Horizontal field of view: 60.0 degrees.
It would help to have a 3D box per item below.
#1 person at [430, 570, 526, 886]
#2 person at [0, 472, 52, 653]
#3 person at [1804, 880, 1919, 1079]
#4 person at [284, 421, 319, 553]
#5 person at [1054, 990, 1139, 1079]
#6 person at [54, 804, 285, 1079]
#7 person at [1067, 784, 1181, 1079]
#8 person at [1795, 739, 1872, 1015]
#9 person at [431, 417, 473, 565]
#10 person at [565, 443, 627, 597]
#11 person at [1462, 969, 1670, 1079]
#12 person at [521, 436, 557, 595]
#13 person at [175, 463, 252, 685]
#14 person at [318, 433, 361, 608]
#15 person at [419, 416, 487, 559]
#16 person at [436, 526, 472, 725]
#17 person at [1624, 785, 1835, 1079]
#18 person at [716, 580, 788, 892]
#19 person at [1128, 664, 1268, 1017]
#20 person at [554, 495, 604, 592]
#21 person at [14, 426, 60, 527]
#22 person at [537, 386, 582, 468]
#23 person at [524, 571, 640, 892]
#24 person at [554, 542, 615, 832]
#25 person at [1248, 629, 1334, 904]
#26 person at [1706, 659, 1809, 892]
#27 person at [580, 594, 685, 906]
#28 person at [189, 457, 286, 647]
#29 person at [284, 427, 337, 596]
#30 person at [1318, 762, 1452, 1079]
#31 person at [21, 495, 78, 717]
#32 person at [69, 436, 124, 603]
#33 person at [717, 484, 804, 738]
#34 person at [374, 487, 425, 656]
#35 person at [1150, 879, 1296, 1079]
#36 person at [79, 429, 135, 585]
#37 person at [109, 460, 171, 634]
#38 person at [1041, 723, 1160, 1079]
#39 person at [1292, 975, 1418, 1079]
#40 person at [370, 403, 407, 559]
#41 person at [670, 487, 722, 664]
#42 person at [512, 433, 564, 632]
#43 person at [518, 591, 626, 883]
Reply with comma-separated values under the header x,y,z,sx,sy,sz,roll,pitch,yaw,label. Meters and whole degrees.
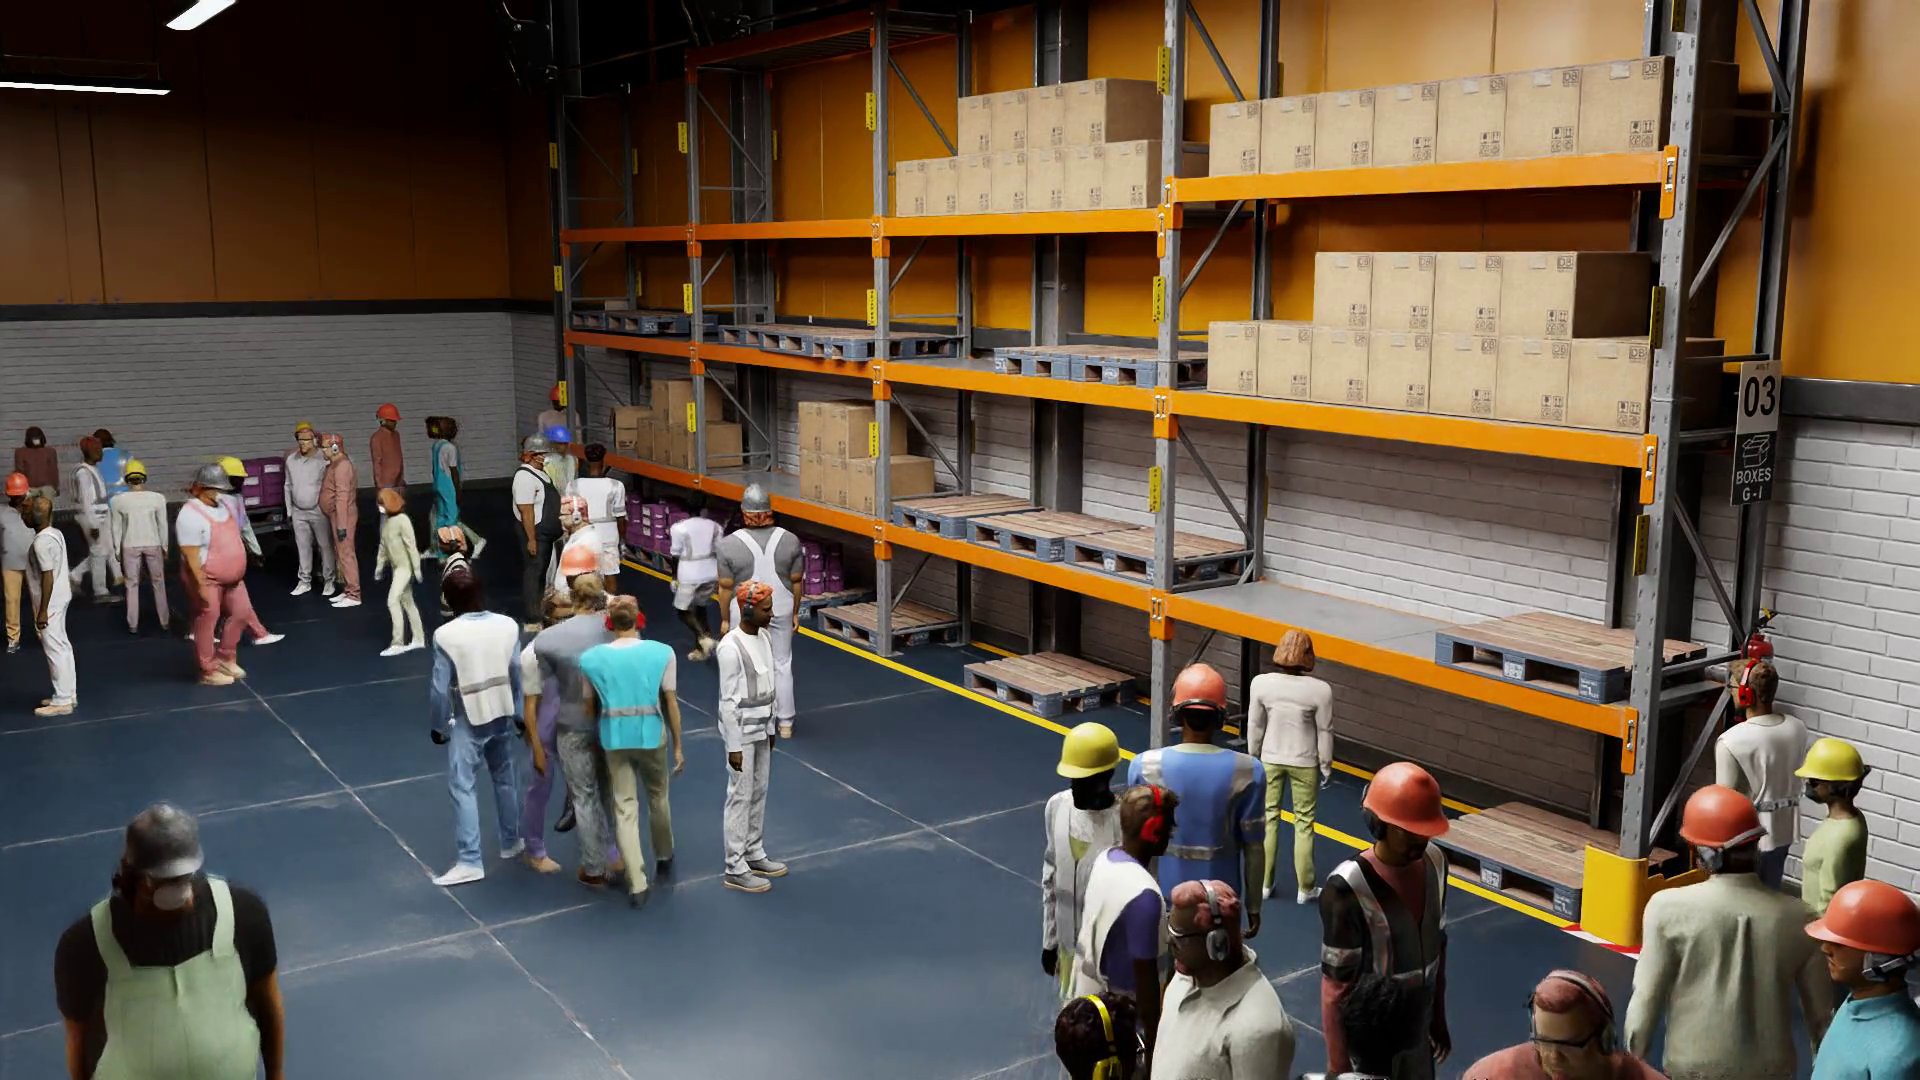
x,y,z,sx,sy,sz,roll,pitch,yaw,label
-2.983,1.126,10.290,0.452,1.888,0.903,6,12,33,person
-9.041,0.211,16.045,0.560,1.743,0.334,-5,11,-29,person
2.663,1.975,4.959,0.384,1.993,0.623,3,10,19,person
-8.115,-0.594,20.708,0.524,1.770,0.315,-1,10,-6,person
0.341,2.114,4.514,0.329,1.871,0.513,-5,11,-29,person
-2.715,1.815,5.767,0.687,2.000,0.922,-6,12,-33,person
0.553,1.832,6.355,0.765,1.801,0.633,-1,10,-4,person
3.729,1.716,7.172,0.339,1.762,0.527,6,11,30,person
-6.293,-0.593,20.469,0.350,1.847,0.506,-9,13,-44,person
-3.634,0.005,16.649,0.603,1.957,0.387,-1,10,-6,person
1.691,2.094,4.604,0.685,1.880,0.430,5,11,25,person
-4.684,-0.241,18.453,0.429,1.836,0.632,1,10,6,person
-6.585,0.296,14.683,0.540,2.000,0.725,1,10,7,person
-6.770,-0.218,18.134,0.401,1.899,0.636,-4,10,-20,person
-6.435,-0.656,20.896,0.861,1.832,0.531,-1,10,-6,person
-4.092,0.687,13.592,0.313,1.634,0.514,-3,10,-19,person
2.698,1.840,5.825,0.756,1.962,0.553,2,10,10,person
-1.267,1.168,10.048,0.355,1.879,0.581,3,10,17,person
1.038,1.550,7.351,0.609,2.037,0.402,1,10,6,person
-3.070,0.579,13.457,0.397,1.898,0.642,-2,10,-10,person
-12.035,-0.692,21.705,0.504,1.620,0.531,-7,12,-35,person
-5.690,-1.198,23.631,0.636,1.983,0.403,-2,10,-14,person
-2.297,1.133,10.133,0.657,1.909,0.761,-6,11,-29,person
-2.512,0.954,11.160,0.558,1.930,0.596,2,10,13,person
1.947,1.328,9.814,0.507,1.632,0.267,5,11,25,person
3.922,1.499,8.224,0.560,1.836,0.397,-5,11,-25,person
-1.950,1.211,10.006,0.587,1.796,0.918,-1,10,-7,person
-7.149,0.120,16.235,1.007,1.865,0.613,0,10,-2,person
-7.280,-0.315,18.660,0.636,1.911,0.405,1,10,7,person
1.566,1.776,6.033,0.614,2.030,0.405,-7,12,-36,person
-7.575,0.540,13.822,0.333,1.843,0.514,-3,10,-17,person
-9.542,-0.209,18.173,0.515,1.868,0.581,-3,10,-17,person
-1.591,0.565,13.104,0.684,2.000,0.538,-3,10,-19,person
-5.440,0.299,15.935,0.624,1.610,0.509,-8,12,-38,person
0.782,1.981,5.237,0.400,1.894,0.653,-3,10,-15,person
-9.934,-0.406,19.525,0.658,1.796,0.843,-3,10,-19,person
-8.292,0.071,16.841,0.523,1.759,0.351,-5,11,-26,person
0.558,1.683,6.904,0.587,1.920,0.397,10,14,44,person
1.211,2.129,4.968,0.560,1.687,0.343,3,10,18,person
-7.165,-0.734,20.929,0.409,1.978,0.632,1,10,8,person
-2.393,0.356,15.392,0.540,1.677,0.576,-8,13,-40,person
-4.273,-0.090,16.948,0.535,2.000,0.681,-1,10,-3,person
-2.360,1.208,10.020,0.948,1.796,0.542,7,12,36,person
